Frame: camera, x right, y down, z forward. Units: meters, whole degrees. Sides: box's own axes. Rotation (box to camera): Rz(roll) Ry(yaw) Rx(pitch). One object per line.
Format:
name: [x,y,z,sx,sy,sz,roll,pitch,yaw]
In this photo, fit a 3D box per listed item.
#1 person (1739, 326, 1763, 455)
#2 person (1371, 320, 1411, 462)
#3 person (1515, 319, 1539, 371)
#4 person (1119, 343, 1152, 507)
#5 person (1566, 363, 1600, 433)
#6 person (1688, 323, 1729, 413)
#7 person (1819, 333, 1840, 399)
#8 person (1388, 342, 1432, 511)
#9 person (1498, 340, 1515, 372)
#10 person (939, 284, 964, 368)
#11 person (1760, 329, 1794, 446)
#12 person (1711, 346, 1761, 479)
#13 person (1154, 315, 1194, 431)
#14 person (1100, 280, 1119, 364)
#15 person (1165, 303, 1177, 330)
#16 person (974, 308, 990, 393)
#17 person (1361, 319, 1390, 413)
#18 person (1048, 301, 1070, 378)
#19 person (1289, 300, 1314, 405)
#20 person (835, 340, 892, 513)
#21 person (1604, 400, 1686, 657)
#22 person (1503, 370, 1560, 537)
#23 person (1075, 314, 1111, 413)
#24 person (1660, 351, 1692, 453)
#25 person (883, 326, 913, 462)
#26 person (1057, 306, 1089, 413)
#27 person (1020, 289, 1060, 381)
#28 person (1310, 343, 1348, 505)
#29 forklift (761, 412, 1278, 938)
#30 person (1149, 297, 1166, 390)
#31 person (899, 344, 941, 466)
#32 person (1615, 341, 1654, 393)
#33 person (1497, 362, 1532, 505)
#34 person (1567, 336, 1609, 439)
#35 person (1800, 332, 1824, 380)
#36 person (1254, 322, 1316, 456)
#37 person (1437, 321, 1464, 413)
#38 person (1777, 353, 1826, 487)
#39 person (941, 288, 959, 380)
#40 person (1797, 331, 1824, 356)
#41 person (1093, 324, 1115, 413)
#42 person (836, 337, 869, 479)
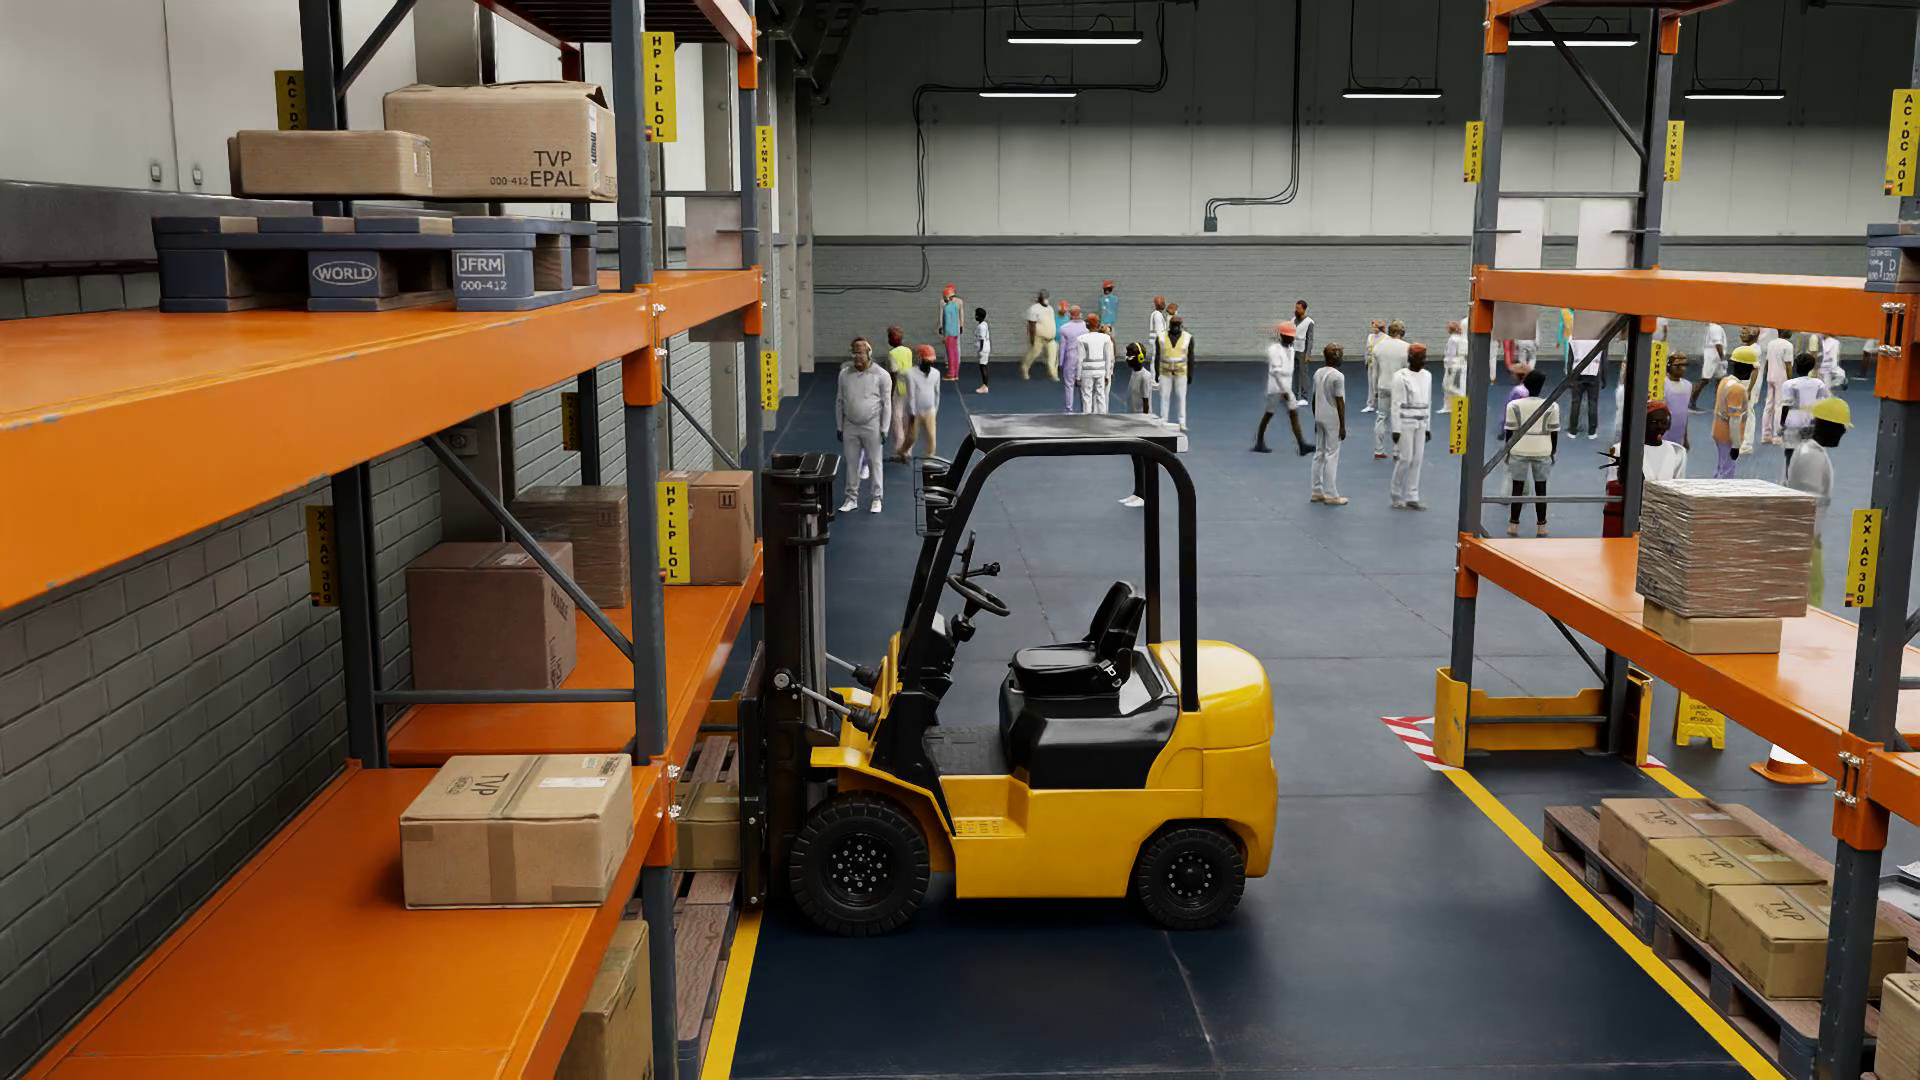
person: [11.072,-2.122,23.427,0.345,1.846,0.508,2,10,10]
person: [5.897,-2.030,22.682,0.630,1.932,0.364,9,14,42]
person: [11.796,-4.076,34.630,0.516,1.716,0.400,6,12,29]
person: [2.004,-1.303,18.831,0.335,1.860,0.508,-2,10,-10]
person: [9.860,-2.589,26.098,0.619,1.817,0.590,2,10,13]
person: [13.203,-3.141,28.913,1.016,1.909,0.610,6,12,32]
person: [14.454,-2.794,27.806,0.513,1.610,0.538,-3,11,-16]
person: [5.023,-1.263,18.558,0.583,1.880,0.513,-6,12,-31]
person: [12.644,-4.728,38.286,0.538,1.712,0.899,1,10,6]
person: [-0.212,-5.086,39.520,0.608,1.995,0.377,-3,11,-15]
person: [12.045,-2.302,24.431,0.341,1.845,0.511,-2,10,-12]
person: [8.087,-1.072,17.398,0.408,1.915,0.590,3,11,16]
person: [3.388,-2.637,26.354,0.625,1.835,0.429,2,10,9]
person: [3.594,-5.304,40.601,0.374,2.042,0.615,10,14,43]
person: [4.685,-4.442,36.943,0.283,1.633,0.499,2,10,12]
person: [0.436,-3.747,32.933,0.320,1.688,0.539,0,10,2]
person: [7.296,-3.033,29.080,0.312,1.638,0.512,-8,13,-38]
person: [2.160,-4.368,36.315,0.587,1.702,0.547,-2,10,-12]
person: [6.245,-3.437,30.544,0.392,1.922,0.592,-6,12,-31]
person: [-1.080,-1.246,18.378,0.641,1.908,0.407,3,11,16]
person: [4.862,-0.059,11.831,0.572,1.883,0.354,-1,10,-4]
person: [5.799,-0.878,16.904,0.540,1.697,0.318,3,11,18]
person: [2.039,-2.526,25.573,0.574,1.883,0.356,-3,11,-18]
person: [7.511,-1.077,17.617,0.516,1.843,0.340,-3,11,-19]
person: [-0.818,-1.978,22.634,0.372,1.840,0.570,5,11,24]
person: [1.945,-3.014,28.232,0.651,1.904,0.403,-3,11,-17]
person: [1.714,-4.451,35.856,0.680,2.000,0.960,-9,14,-41]
person: [4.219,-1.321,18.962,0.332,1.844,0.516,-5,11,-25]
forklift: [0.291,0.548,7.580,2.313,2.155,1.214,0,10,-2]
person: [3.999,-3.955,33.531,0.350,1.882,0.583,-1,10,-3]
person: [-0.541,-1.712,21.570,0.547,1.695,0.782,-5,11,-25]
person: [9.703,-2.247,23.934,0.536,1.908,0.691,-6,12,-29]
person: [6.380,-1.212,18.953,0.396,1.624,0.513,9,13,40]
person: [9.540,-2.492,25.311,0.592,1.910,0.378,4,11,22]
person: [13.699,-2.710,26.773,0.420,1.839,0.580,4,11,20]
person: [4.536,-2.115,23.317,0.537,1.873,1.040,-8,13,-37]
person: [8.586,-2.995,28.891,0.457,1.623,0.533,4,11,23]
person: [9.834,-1.340,19.483,0.535,1.697,0.318,-2,10,-9]
person: [-0.223,-4.452,35.989,0.392,1.995,0.612,4,11,22]
person: [16.539,-3.688,32.272,0.527,1.812,0.801,3,10,14]
person: [2.359,-2.727,27.370,0.307,1.641,0.513,8,13,37]
person: [-1.249,-1.615,20.660,0.534,1.827,0.946,2,10,11]
